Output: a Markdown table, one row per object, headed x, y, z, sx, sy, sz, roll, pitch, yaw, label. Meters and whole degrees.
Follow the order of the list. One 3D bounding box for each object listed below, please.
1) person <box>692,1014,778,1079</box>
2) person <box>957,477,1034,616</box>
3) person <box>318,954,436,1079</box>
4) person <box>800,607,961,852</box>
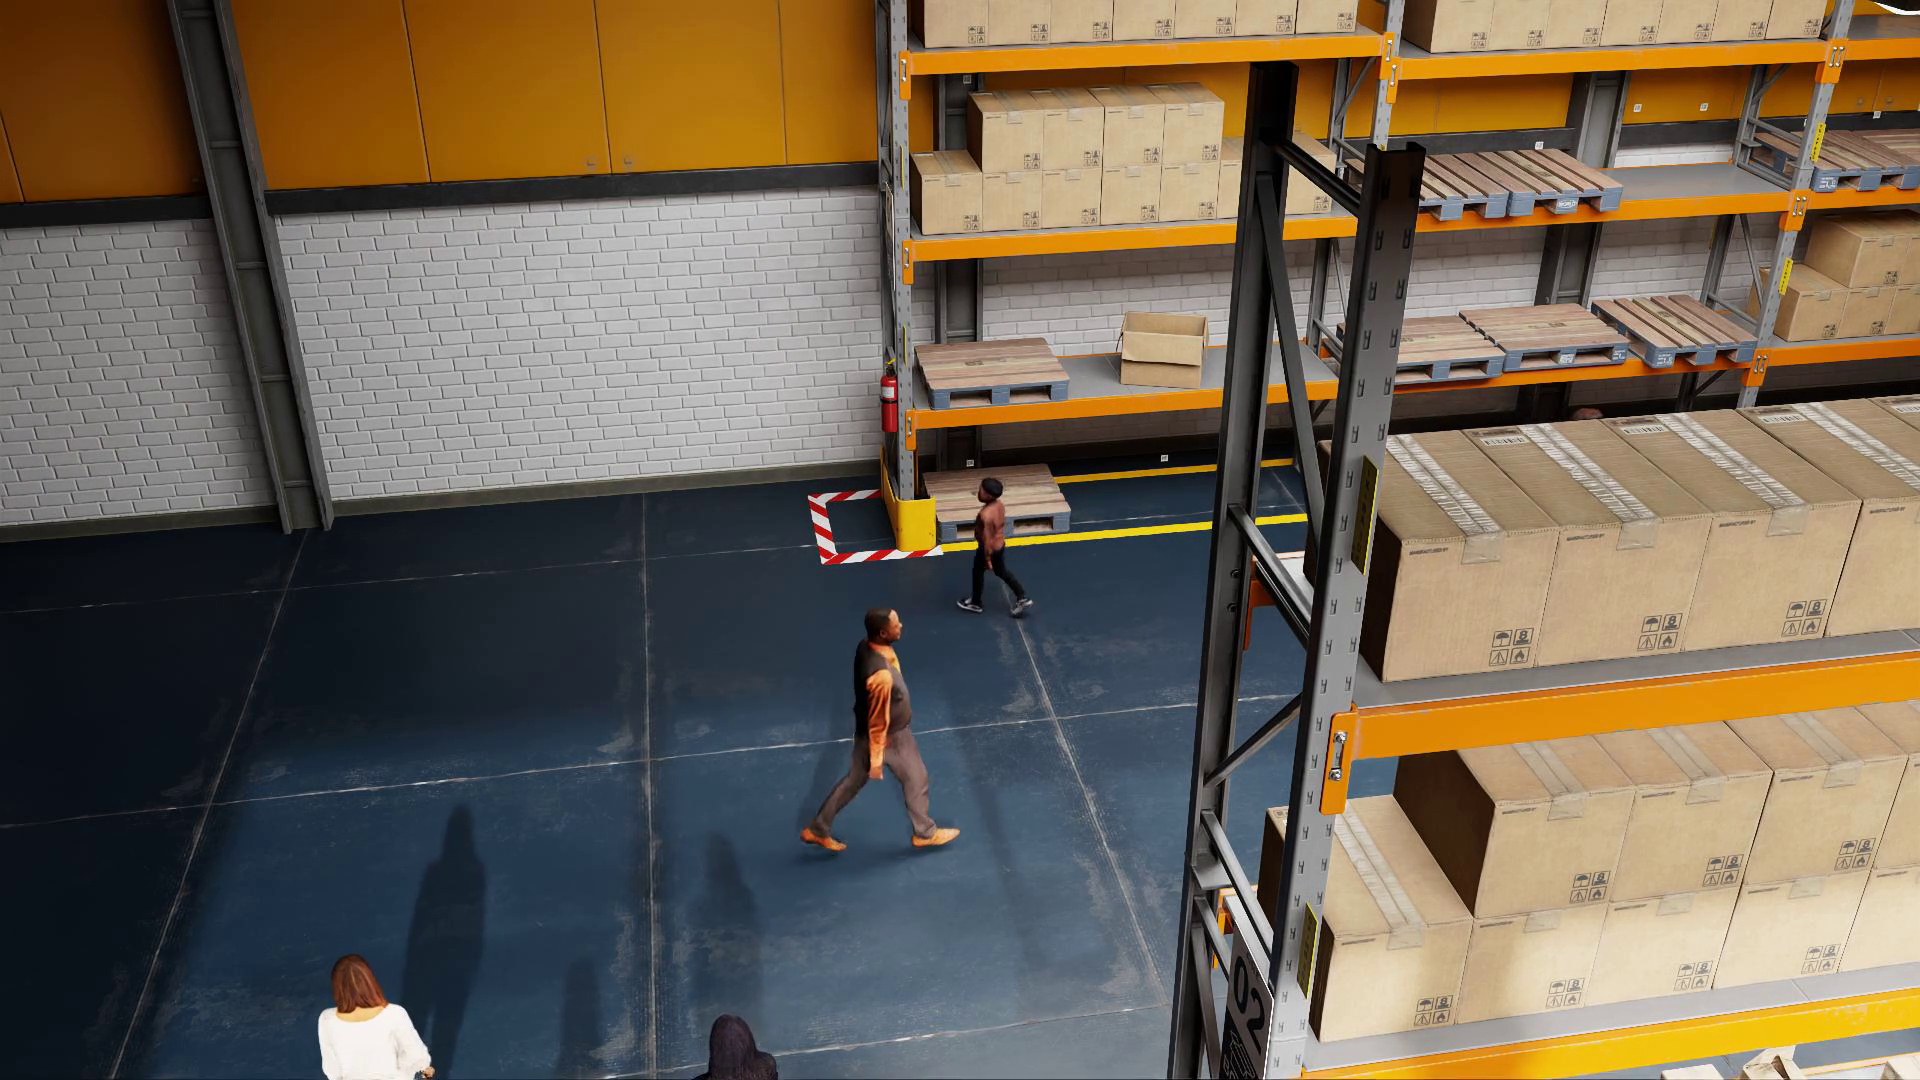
| x | y | z | sx | sy | sz | roll | pitch | yaw | label |
| --- | --- | --- | --- | --- | --- | --- | --- | --- | --- |
| -1.007 | 2.916 | 7.728 | 0.777 | 1.716 | 0.824 | -17 | 33 | -28 | person |
| 0.313 | 0.066 | 13.454 | 0.941 | 1.236 | 0.818 | 13 | 31 | 23 | person |
| -2.845 | 2.719 | 8.128 | 0.541 | 1.679 | 0.716 | -1 | 29 | -2 | person |
| -0.607 | 1.257 | 10.611 | 1.305 | 1.867 | 0.770 | -8 | 30 | -14 | person |
